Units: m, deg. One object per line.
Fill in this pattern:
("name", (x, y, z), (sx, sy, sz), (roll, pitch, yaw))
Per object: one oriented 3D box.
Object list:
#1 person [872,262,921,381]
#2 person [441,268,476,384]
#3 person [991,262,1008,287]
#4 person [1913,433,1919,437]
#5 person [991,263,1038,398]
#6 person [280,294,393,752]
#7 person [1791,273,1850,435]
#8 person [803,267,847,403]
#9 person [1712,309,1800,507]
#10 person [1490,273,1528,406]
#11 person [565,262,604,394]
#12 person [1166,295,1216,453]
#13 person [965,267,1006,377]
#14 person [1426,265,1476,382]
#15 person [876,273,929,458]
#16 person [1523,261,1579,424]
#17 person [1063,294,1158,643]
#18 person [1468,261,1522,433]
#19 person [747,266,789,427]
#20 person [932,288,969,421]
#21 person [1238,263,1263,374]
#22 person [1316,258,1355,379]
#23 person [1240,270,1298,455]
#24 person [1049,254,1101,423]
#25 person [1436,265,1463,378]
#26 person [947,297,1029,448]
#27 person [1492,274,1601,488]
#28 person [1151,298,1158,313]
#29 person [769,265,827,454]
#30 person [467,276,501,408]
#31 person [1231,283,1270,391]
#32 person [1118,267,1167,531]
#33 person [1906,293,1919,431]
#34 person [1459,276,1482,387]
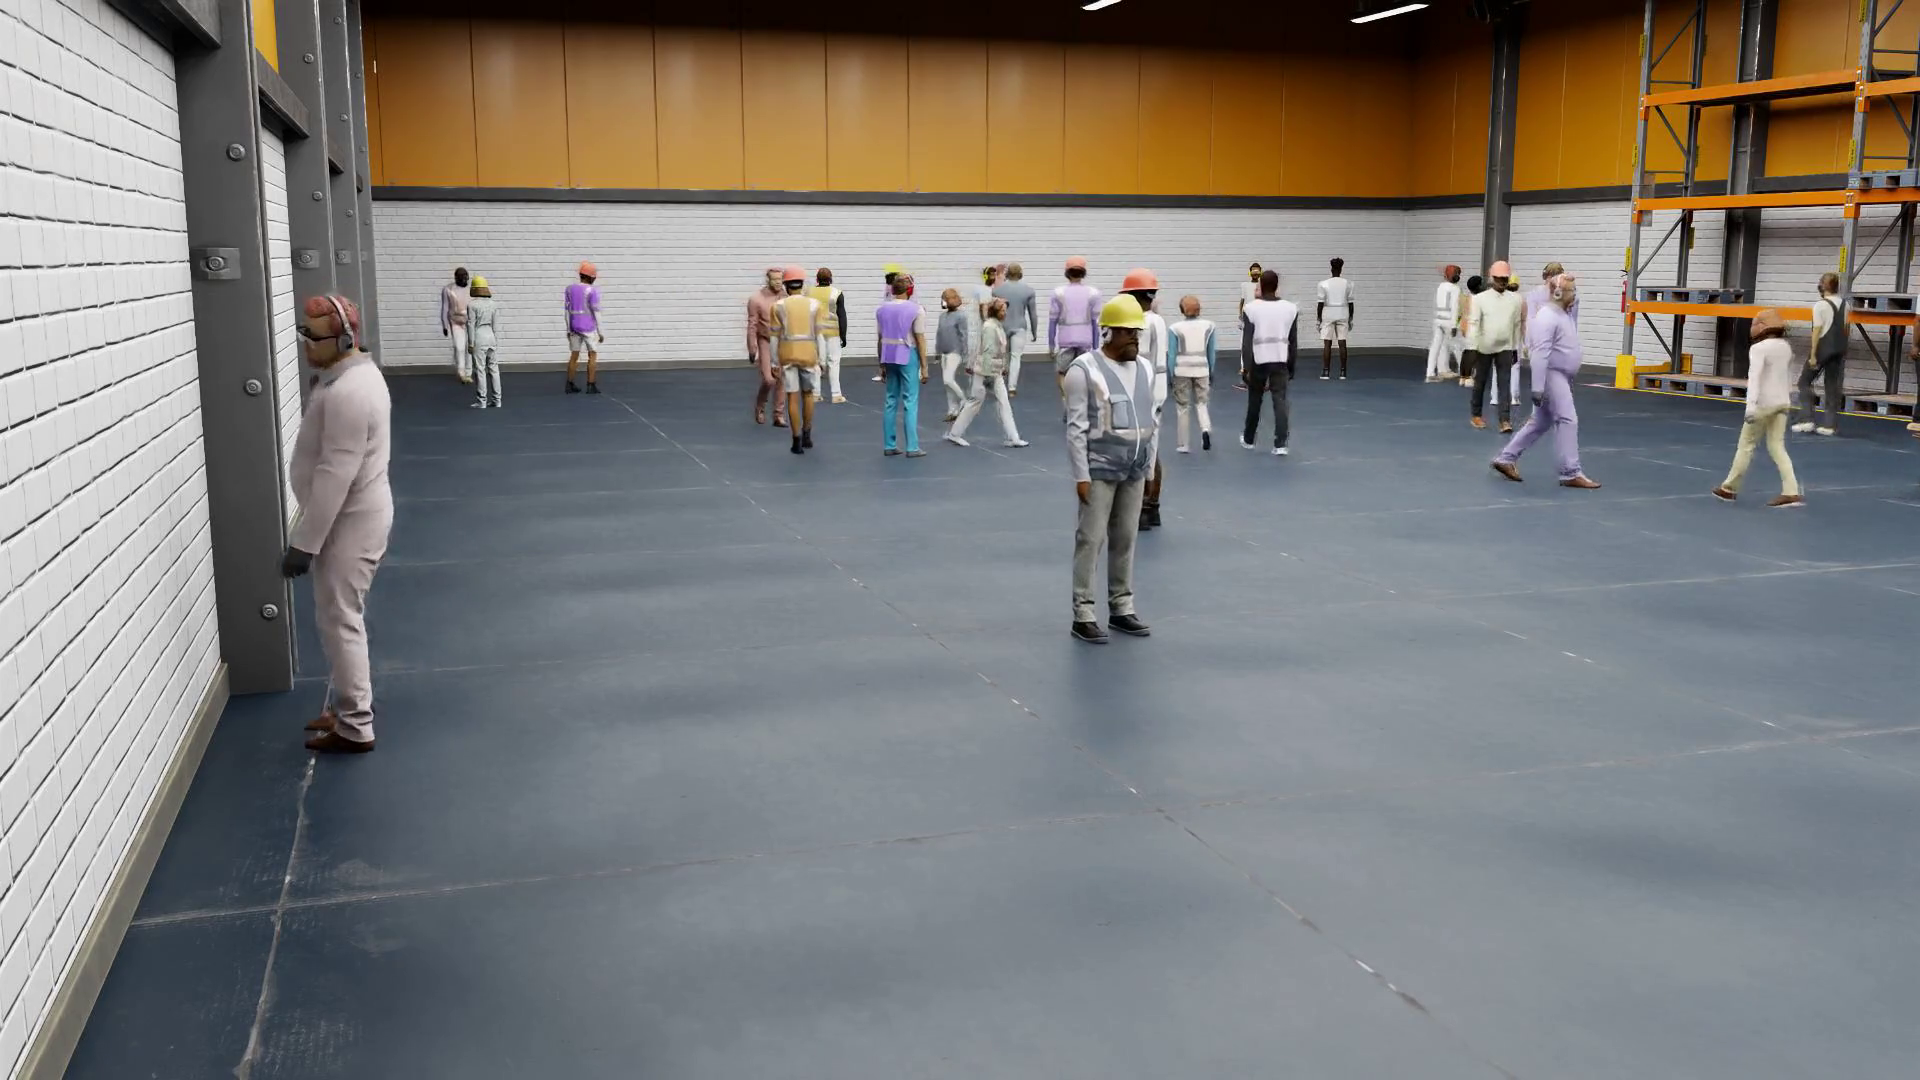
("person", (-1.013, -3.499, 26.650), (0.832, 1.904, 0.590), (-8, 12, -37))
("person", (-7.710, -3.335, 25.969), (0.643, 1.801, 0.867), (-6, 12, -32))
("person", (0.623, -3.713, 27.934), (0.619, 1.882, 0.671), (-2, 10, -12))
("person", (10.856, -2.061, 18.425), (0.512, 1.866, 0.330), (-7, 12, -36))
("person", (0.784, -2.996, 23.775), (0.656, 1.879, 1.032), (2, 10, 9))
("person", (-2.553, -0.064, 6.863), (0.439, 1.870, 0.754), (-2, 10, -14))
("person", (9.715, -2.094, 18.772), (0.499, 1.815, 0.619), (-2, 10, -14))
("person", (-1.829, -2.791, 22.704), (0.633, 1.846, 0.429), (3, 10, 17))
("person", (6.516, -1.067, 13.460), (0.566, 1.583, 0.748), (-6, 11, -30))
("person", (7.332, -2.675, 22.256), (0.533, 1.772, 0.299), (4, 11, 21))
("person", (-5.461, -3.062, 24.132), (0.610, 1.883, 0.375), (5, 11, 26))
("person", (2.347, -1.666, 16.822), (0.527, 1.621, 0.487), (-1, 10, -8))
("person", (0.456, -3.598, 27.481), (1.002, 1.815, 0.543), (7, 12, 37))
("person", (7.796, -3.410, 26.310), (0.950, 1.832, 0.606), (-4, 10, -21))
("person", (-0.594, -1.737, 16.643), (0.567, 1.836, 0.384), (7, 12, 34))
("person", (7.006, -2.328, 19.757), (0.636, 1.938, 0.354), (-1, 10, -5))
("person", (0.816, -0.375, 8.789), (0.594, 1.830, 0.403), (-7, 12, -33))
("person", (6.126, -2.219, 19.105), (0.643, 1.948, 1.010), (0, 10, 0))
("person", (-2.156, -2.255, 19.481), (0.642, 1.888, 0.430), (-6, 11, -31))
("person", (-0.135, -2.231, 20.119), (0.342, 1.622, 0.505), (-6, 12, -31))
("person", (4.933, -3.716, 27.976), (0.508, 1.877, 0.329), (2, 10, 11))
("person", (6.063, -3.576, 26.902), (0.609, 1.965, 0.368), (1, 10, 3))
("person", (3.162, -1.817, 17.029), (0.613, 1.862, 1.030), (-1, 10, -6))
("person", (1.349, -2.333, 19.535), (0.616, 2.028, 0.580), (0, 10, -2))
("person", (8.040, -3.582, 27.316), (0.429, 1.838, 0.621), (6, 11, 30))
("person", (0.278, -1.751, 17.431), (0.869, 1.583, 0.564), (4, 10, 20))
("person", (5.173, -1.404, 14.625), (0.916, 1.869, 0.651), (6, 11, 29))
("person", (2.621, -2.932, 23.777), (0.523, 1.754, 0.563), (-4, 11, -22))
("person", (-1.690, -1.860, 17.147), (0.572, 1.902, 0.797), (-2, 10, -14))
("person", (-6.313, -2.608, 21.972), (0.334, 1.734, 0.480), (6, 11, 30))
("person", (4.412, -3.011, 24.667), (0.787, 1.596, 0.532), (8, 12, 38))
("person", (1.335, -1.038, 12.308), (0.372, 1.936, 0.550), (4, 10, 21))
("person", (11.260, -2.268, 19.112), (0.677, 2.000, 0.535), (0, 10, 1))
("person", (7.813, -3.177, 25.372), (0.316, 1.696, 0.540), (0, 10, 0))
